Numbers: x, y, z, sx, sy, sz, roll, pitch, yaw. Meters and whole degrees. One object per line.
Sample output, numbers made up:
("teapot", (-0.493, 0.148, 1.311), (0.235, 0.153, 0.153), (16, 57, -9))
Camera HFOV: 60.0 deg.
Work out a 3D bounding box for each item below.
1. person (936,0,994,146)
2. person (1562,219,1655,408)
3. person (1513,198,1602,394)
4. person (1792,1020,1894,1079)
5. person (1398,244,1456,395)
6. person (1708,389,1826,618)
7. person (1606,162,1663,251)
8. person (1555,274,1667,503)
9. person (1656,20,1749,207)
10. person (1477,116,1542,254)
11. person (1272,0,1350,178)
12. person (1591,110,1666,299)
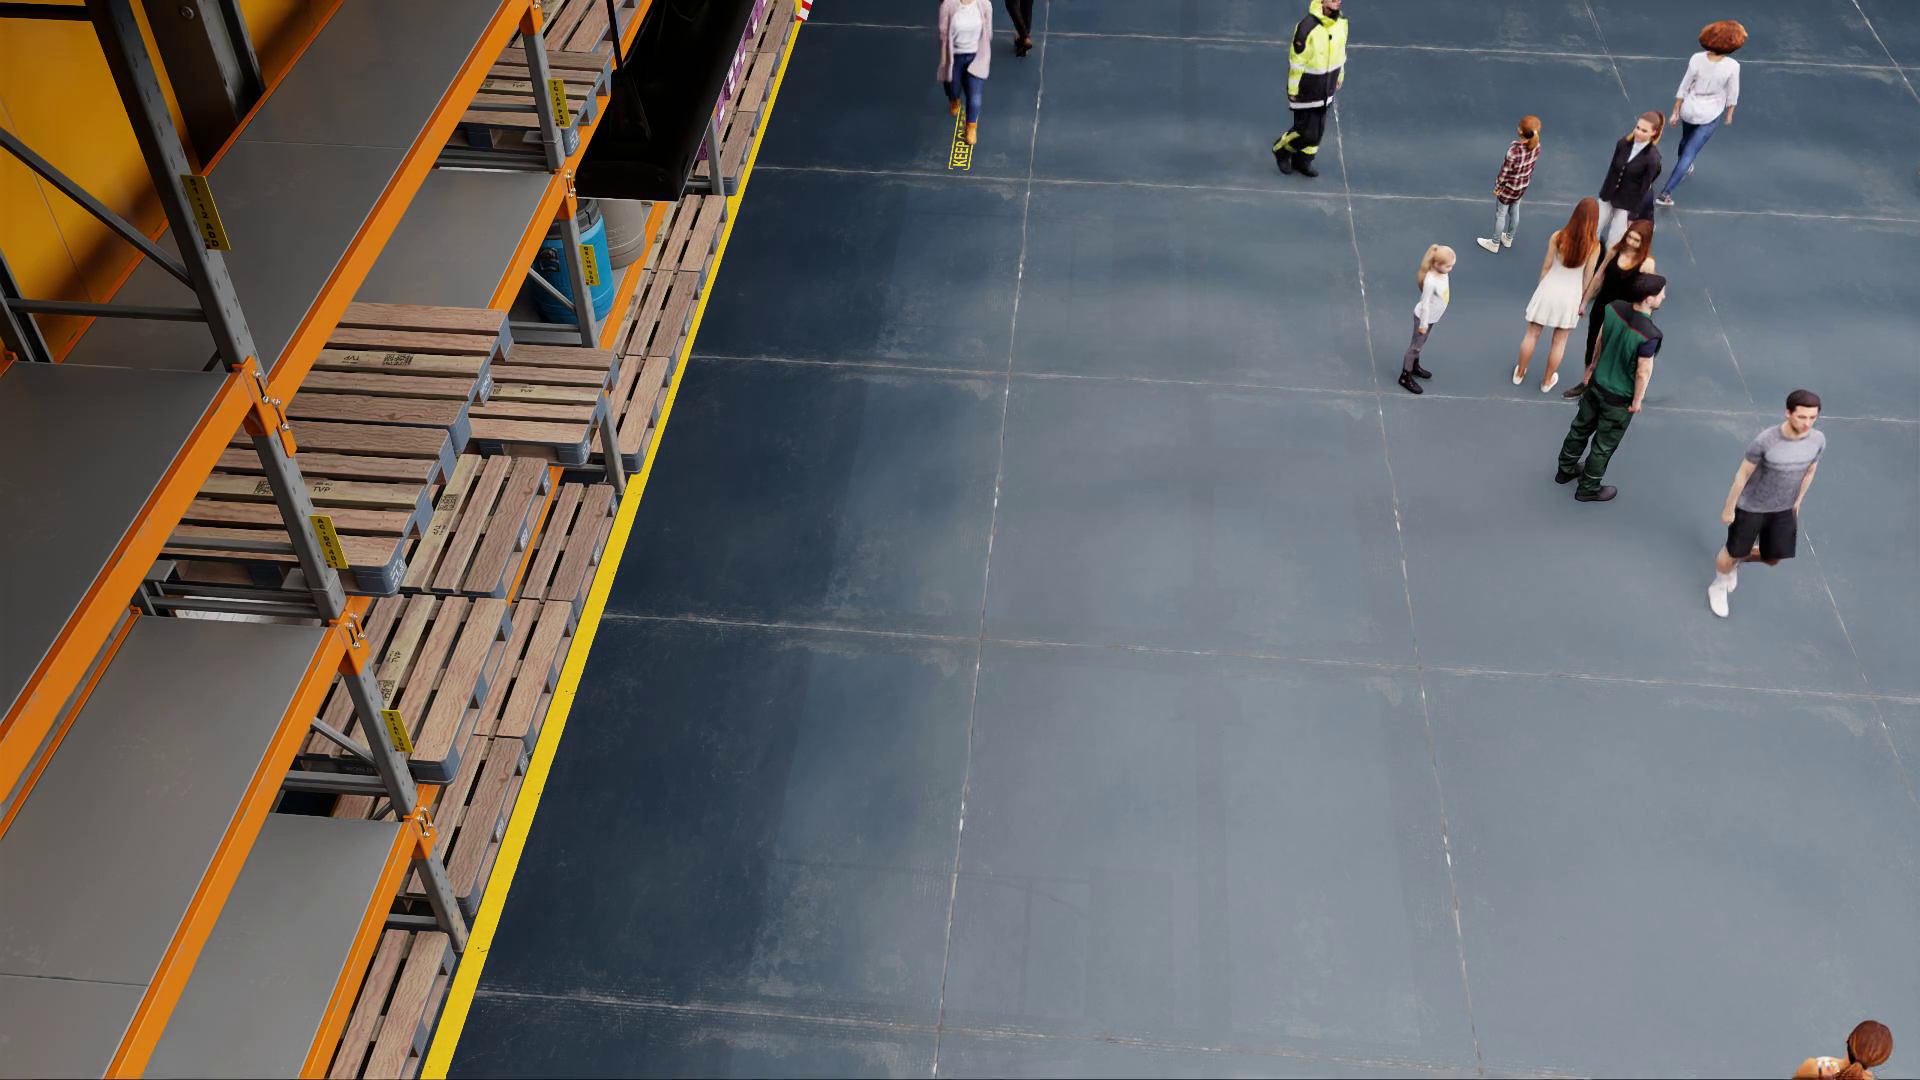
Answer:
("person", (0.041, -4.686, 15.908), (0.778, 1.732, 0.919), (-3, 44, -3))
("person", (5.105, -1.760, 12.850), (0.784, 1.714, 0.704), (-20, 47, -20))
("person", (4.693, -1.915, 13.017), (0.629, 1.710, 0.624), (17, 46, 17))
("person", (4.054, 2.852, 7.955), (0.650, 1.789, 0.640), (18, 46, 18))
("person", (3.694, -1.783, 13.190), (0.629, 1.279, 0.543), (22, 48, 22))
("person", (5.400, -0.311, 11.224), (0.687, 1.860, 0.744), (1, 44, 1))
("person", (5.867, -2.715, 14.227), (0.624, 1.197, 0.744), (9, 44, 10))
("person", (4.733, -1.115, 12.039), (0.825, 1.899, 0.680), (-15, 46, -16))
("person", (6.656, -3.819, 15.041), (1.216, 1.673, 1.102), (-34, 53, -31))
("person", (4.860, -3.126, 14.580), (0.623, 1.306, 0.664), (-21, 47, -20))
("person", (3.189, -4.256, 15.290), (0.930, 1.963, 0.991), (-31, 52, -28))
("person", (5.594, -2.832, 13.972), (0.794, 1.719, 0.734), (-28, 50, -26))
